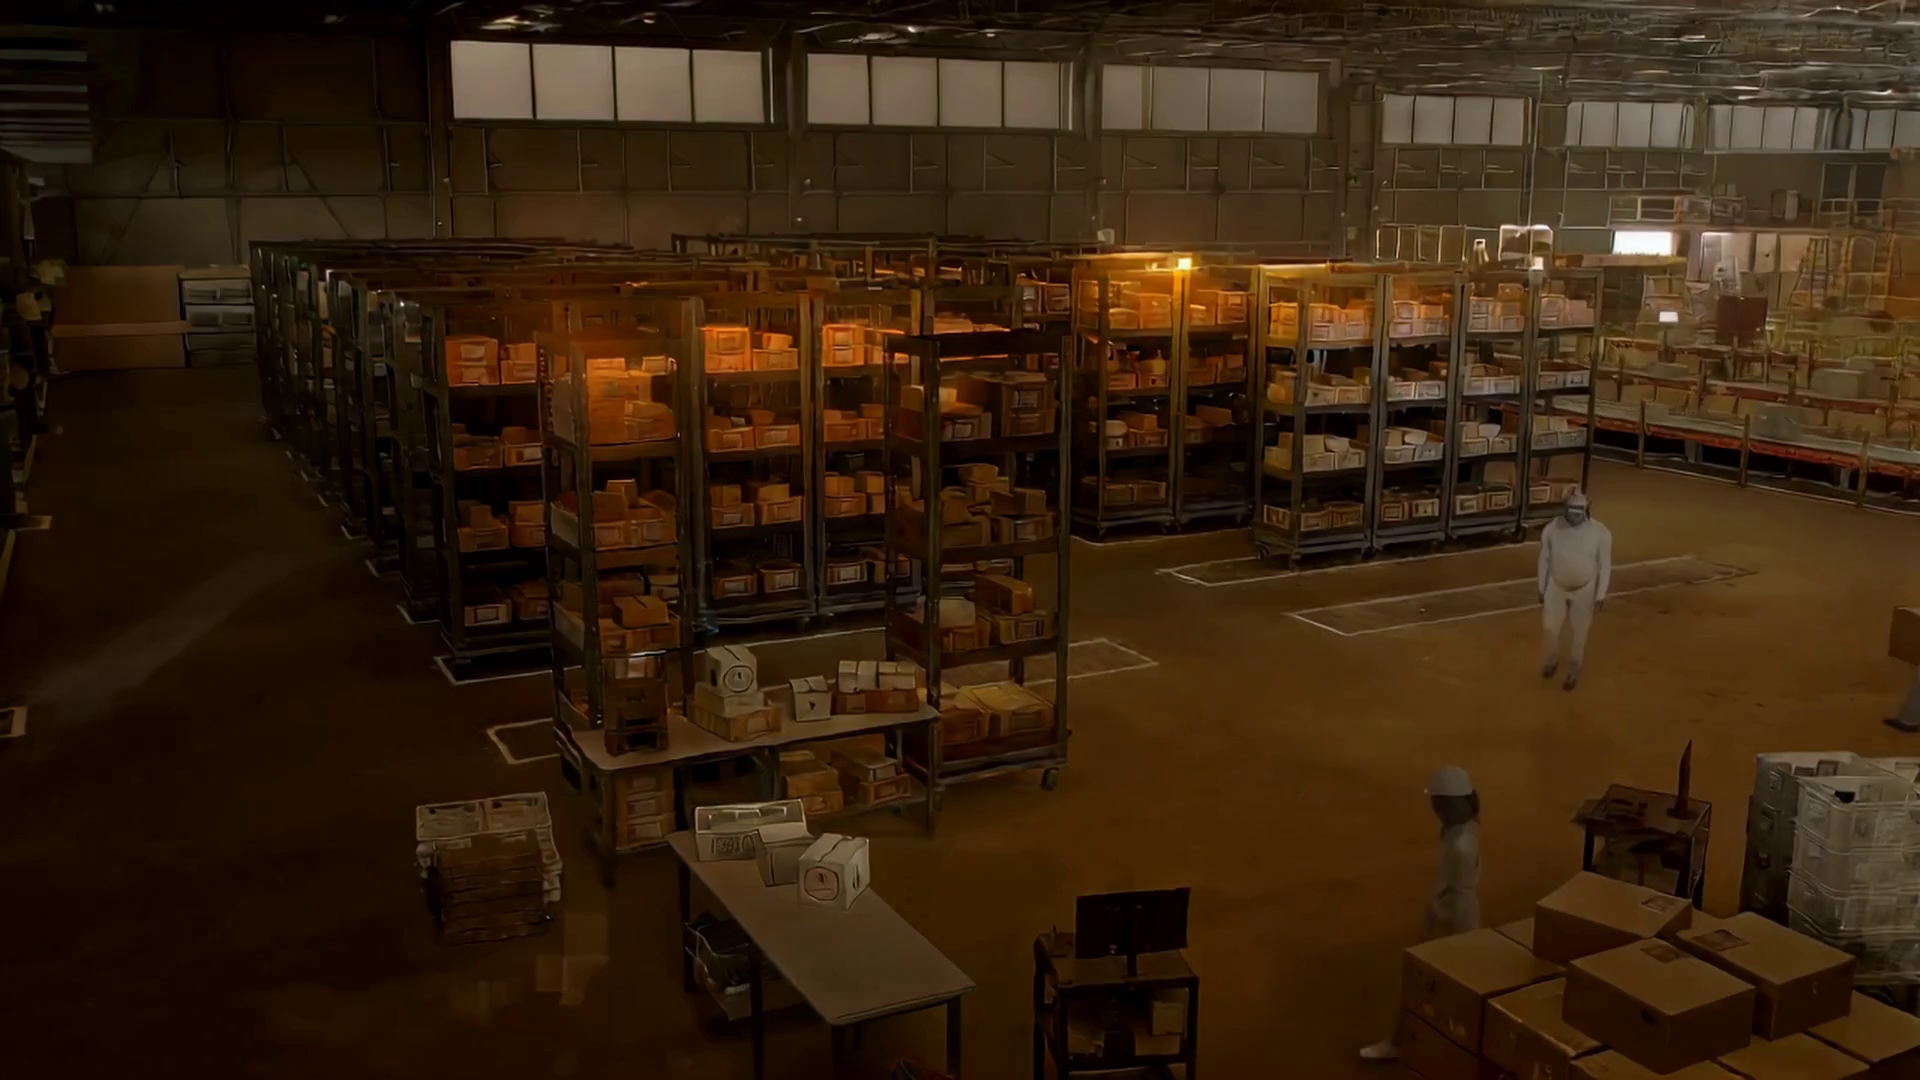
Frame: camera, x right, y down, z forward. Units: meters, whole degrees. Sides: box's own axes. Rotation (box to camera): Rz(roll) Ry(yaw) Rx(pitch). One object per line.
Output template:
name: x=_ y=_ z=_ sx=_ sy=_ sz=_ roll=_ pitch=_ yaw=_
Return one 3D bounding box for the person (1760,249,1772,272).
person: x=35.198 y=-11.737 z=72.678 sx=0.408 sy=1.918 sz=0.623 roll=5 pitch=13 yaw=22

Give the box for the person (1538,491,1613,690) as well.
person: x=5.745 y=0.474 z=15.616 sx=0.643 sy=1.895 sz=0.414 roll=6 pitch=14 yaw=27

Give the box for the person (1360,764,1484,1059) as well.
person: x=2.673 y=2.019 z=8.875 sx=0.891 sy=1.705 sz=0.486 roll=-1 pitch=12 yaw=-3

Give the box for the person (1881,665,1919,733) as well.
person: x=8.433 y=0.849 z=14.121 sx=0.596 sy=1.785 sz=0.937 roll=-8 pitch=14 yaw=-33

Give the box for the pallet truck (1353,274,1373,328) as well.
pallet truck: x=13.011 y=-8.050 z=55.243 sx=0.823 sy=1.965 sz=1.885 roll=-7 pitch=14 yaw=-28

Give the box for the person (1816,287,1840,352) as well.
person: x=24.812 y=-6.287 z=47.390 sx=0.524 sy=1.839 sz=0.835 roll=-5 pitch=13 yaw=-21

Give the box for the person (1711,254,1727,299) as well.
person: x=31.366 y=-10.883 z=68.759 sx=0.579 sy=1.882 sz=0.342 roll=6 pitch=14 yaw=28
